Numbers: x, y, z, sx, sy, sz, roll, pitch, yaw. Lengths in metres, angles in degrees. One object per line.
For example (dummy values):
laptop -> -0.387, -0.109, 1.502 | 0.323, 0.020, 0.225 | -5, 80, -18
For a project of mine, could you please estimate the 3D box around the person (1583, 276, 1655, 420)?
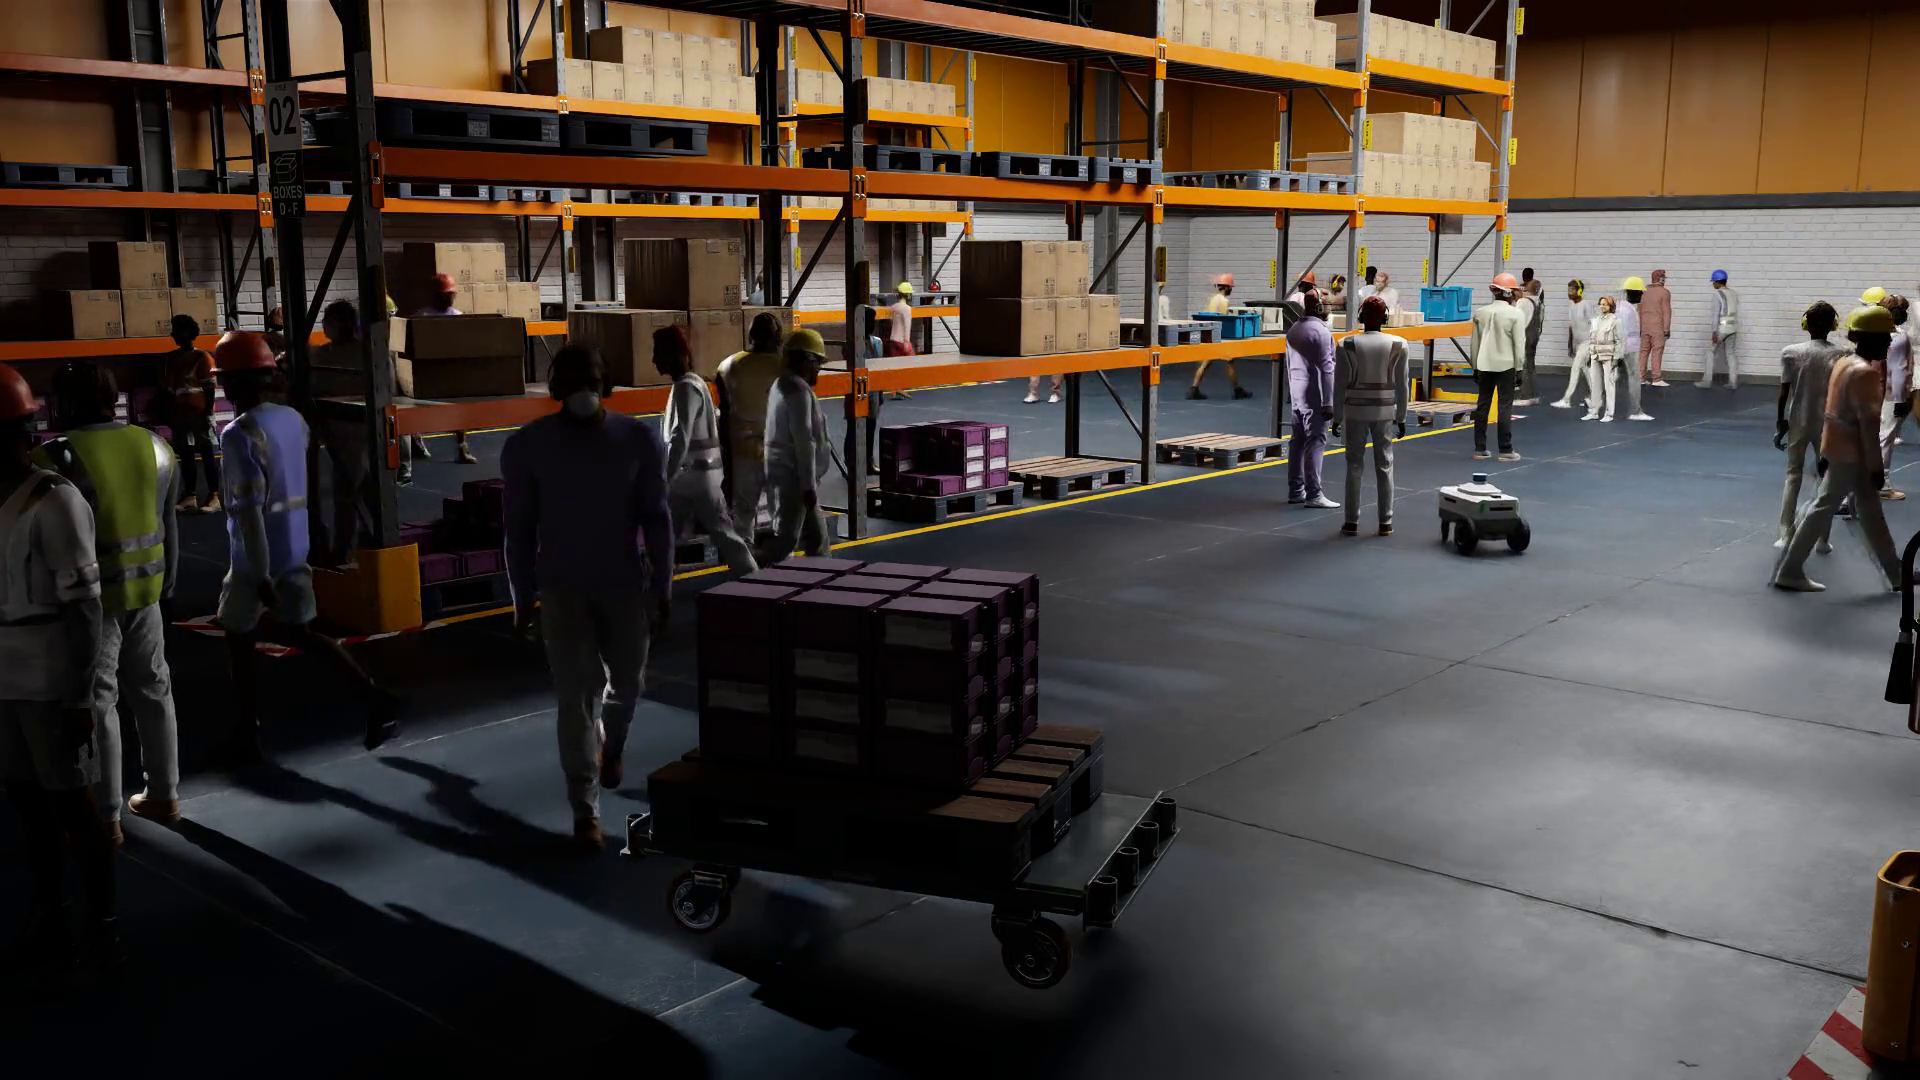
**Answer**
person -> 8.727, -2.526, 21.913 | 0.827, 1.895, 0.587 | 4, 11, 19

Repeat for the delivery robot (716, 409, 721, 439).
delivery robot -> -2.575, -1.360, 18.809 | 0.477, 0.478, 0.707 | -2, 10, -11

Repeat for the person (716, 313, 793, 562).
person -> -1.275, -0.571, 10.953 | 0.620, 1.836, 0.429 | 2, 10, 10

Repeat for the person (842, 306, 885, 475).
person -> -0.948, -1.451, 16.379 | 0.323, 1.689, 0.535 | 9, 13, 40

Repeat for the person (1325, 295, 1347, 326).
person -> 5.191, -2.499, 22.547 | 0.674, 1.613, 0.529 | -3, 10, -17

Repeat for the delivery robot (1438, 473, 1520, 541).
delivery robot -> 3.909, -0.259, 12.543 | 0.477, 0.478, 0.707 | -2, 10, -10

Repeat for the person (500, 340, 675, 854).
person -> -1.438, 0.176, 6.474 | 0.645, 1.916, 0.862 | -3, 10, -18

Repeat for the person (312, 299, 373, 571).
person -> -4.259, -0.678, 11.355 | 0.641, 1.905, 0.888 | 8, 13, 37

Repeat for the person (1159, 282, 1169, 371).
person -> 3.522, -3.806, 29.580 | 0.558, 1.753, 0.538 | -8, 13, -40

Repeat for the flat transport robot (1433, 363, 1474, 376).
flat transport robot -> 8.998, -2.984, 29.134 | 1.431, 0.197, 0.652 | 3, 10, 14

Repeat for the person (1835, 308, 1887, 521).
person -> 7.462, -1.042, 13.828 | 0.328, 1.765, 0.532 | 0, 10, 2

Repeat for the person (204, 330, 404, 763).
person -> -2.922, 0.048, 7.222 | 0.821, 1.917, 0.536 | 2, 10, 13

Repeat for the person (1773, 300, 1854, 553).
person -> 6.319, -0.833, 12.330 | 0.513, 1.875, 0.328 | 4, 11, 24

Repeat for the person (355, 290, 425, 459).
person -> -6.082, -1.748, 17.375 | 0.586, 1.931, 0.675 | 6, 11, 30

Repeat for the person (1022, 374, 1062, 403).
person -> 1.216, -2.902, 24.082 | 0.675, 1.878, 0.779 | 5, 11, 28

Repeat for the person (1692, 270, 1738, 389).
person -> 12.237, -3.381, 26.771 | 0.646, 1.905, 0.704 | -6, 12, -31

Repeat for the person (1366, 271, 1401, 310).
person -> 6.736, -3.356, 26.673 | 0.396, 1.901, 0.643 | -8, 13, -37

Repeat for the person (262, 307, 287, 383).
person -> -7.289, -1.682, 17.868 | 0.501, 1.628, 0.277 | 7, 12, 33

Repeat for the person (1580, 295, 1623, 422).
person -> 8.374, -2.354, 21.639 | 0.307, 1.645, 0.517 | -5, 11, -26

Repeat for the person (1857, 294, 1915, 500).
person -> 8.333, -1.285, 14.989 | 0.429, 1.842, 0.633 | 0, 10, -1

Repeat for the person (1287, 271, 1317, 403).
person -> 4.943, -2.912, 24.011 | 0.374, 1.928, 0.543 | -3, 10, -14

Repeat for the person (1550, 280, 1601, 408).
person -> 8.766, -2.757, 23.531 | 0.831, 1.803, 0.560 | -1, 10, -6

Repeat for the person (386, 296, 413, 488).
person -> -5.417, -1.403, 15.715 | 0.586, 1.824, 0.403 | 7, 12, 33

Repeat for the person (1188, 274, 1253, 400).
person -> 3.855, -3.011, 24.751 | 1.012, 1.877, 0.553 | -4, 11, -20

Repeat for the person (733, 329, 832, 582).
person -> -1.057, -0.390, 10.117 | 0.860, 1.778, 0.618 | -2, 10, -14

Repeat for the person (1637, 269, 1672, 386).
person -> 11.388, -3.469, 27.241 | 0.401, 1.910, 0.640 | -4, 11, -24

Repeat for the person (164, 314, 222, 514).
person -> -6.544, -1.066, 14.147 | 0.538, 1.700, 0.317 | 4, 11, 21

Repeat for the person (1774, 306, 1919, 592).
person -> 5.862, -0.566, 10.776 | 0.999, 1.874, 0.609 | 3, 10, 18

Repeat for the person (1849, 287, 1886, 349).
person -> 9.943, -1.847, 18.214 | 0.404, 1.833, 0.589 | 2, 10, 12

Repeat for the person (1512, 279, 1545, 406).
person -> 8.158, -2.814, 23.839 | 0.565, 1.812, 0.373 | -7, 12, -34

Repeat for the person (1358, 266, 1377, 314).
person -> 6.762, -3.539, 27.485 | 0.601, 1.960, 0.373 | 1, 10, 7

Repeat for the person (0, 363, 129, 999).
person -> -2.821, 0.423, 5.008 | 0.552, 1.930, 0.373 | 6, 12, 30

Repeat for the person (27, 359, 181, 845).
person -> -3.267, 0.235, 6.335 | 0.429, 1.842, 0.635 | 4, 11, 24

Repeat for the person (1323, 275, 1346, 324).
person -> 6.040, -3.383, 27.020 | 0.956, 1.809, 0.584 | 7, 12, 35

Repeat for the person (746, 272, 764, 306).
person -> -2.676, -2.706, 22.803 | 0.629, 1.940, 0.376 | 9, 13, 42

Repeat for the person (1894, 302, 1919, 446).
person -> 10.832, -1.999, 18.673 | 0.626, 1.969, 1.091 | -1, 10, -7

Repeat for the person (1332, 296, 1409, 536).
person -> 3.213, -0.965, 13.047 | 0.579, 1.882, 0.342 | 1, 10, 8

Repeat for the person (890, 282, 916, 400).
person -> -0.853, -2.937, 24.642 | 0.402, 1.750, 0.535 | -6, 12, -31

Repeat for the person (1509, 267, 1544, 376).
person -> 9.733, -3.720, 28.628 | 0.593, 1.921, 0.388 | 6, 11, 29

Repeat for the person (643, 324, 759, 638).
person -> -1.533, -0.333, 9.634 | 1.034, 1.831, 0.586 | -4, 11, -20

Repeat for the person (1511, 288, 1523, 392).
person -> 8.717, -3.149, 26.179 | 0.305, 1.640, 0.519 | 8, 13, 38

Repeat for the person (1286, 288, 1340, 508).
person -> 3.092, -1.233, 14.512 | 0.408, 1.909, 0.642 | -3, 10, -17

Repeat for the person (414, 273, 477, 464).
person -> -5.515, -1.815, 17.577 | 1.020, 2.004, 0.599 | 9, 13, 42

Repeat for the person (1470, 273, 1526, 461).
person -> 5.723, -1.834, 17.688 | 0.392, 1.991, 0.612 | -9, 13, -41
